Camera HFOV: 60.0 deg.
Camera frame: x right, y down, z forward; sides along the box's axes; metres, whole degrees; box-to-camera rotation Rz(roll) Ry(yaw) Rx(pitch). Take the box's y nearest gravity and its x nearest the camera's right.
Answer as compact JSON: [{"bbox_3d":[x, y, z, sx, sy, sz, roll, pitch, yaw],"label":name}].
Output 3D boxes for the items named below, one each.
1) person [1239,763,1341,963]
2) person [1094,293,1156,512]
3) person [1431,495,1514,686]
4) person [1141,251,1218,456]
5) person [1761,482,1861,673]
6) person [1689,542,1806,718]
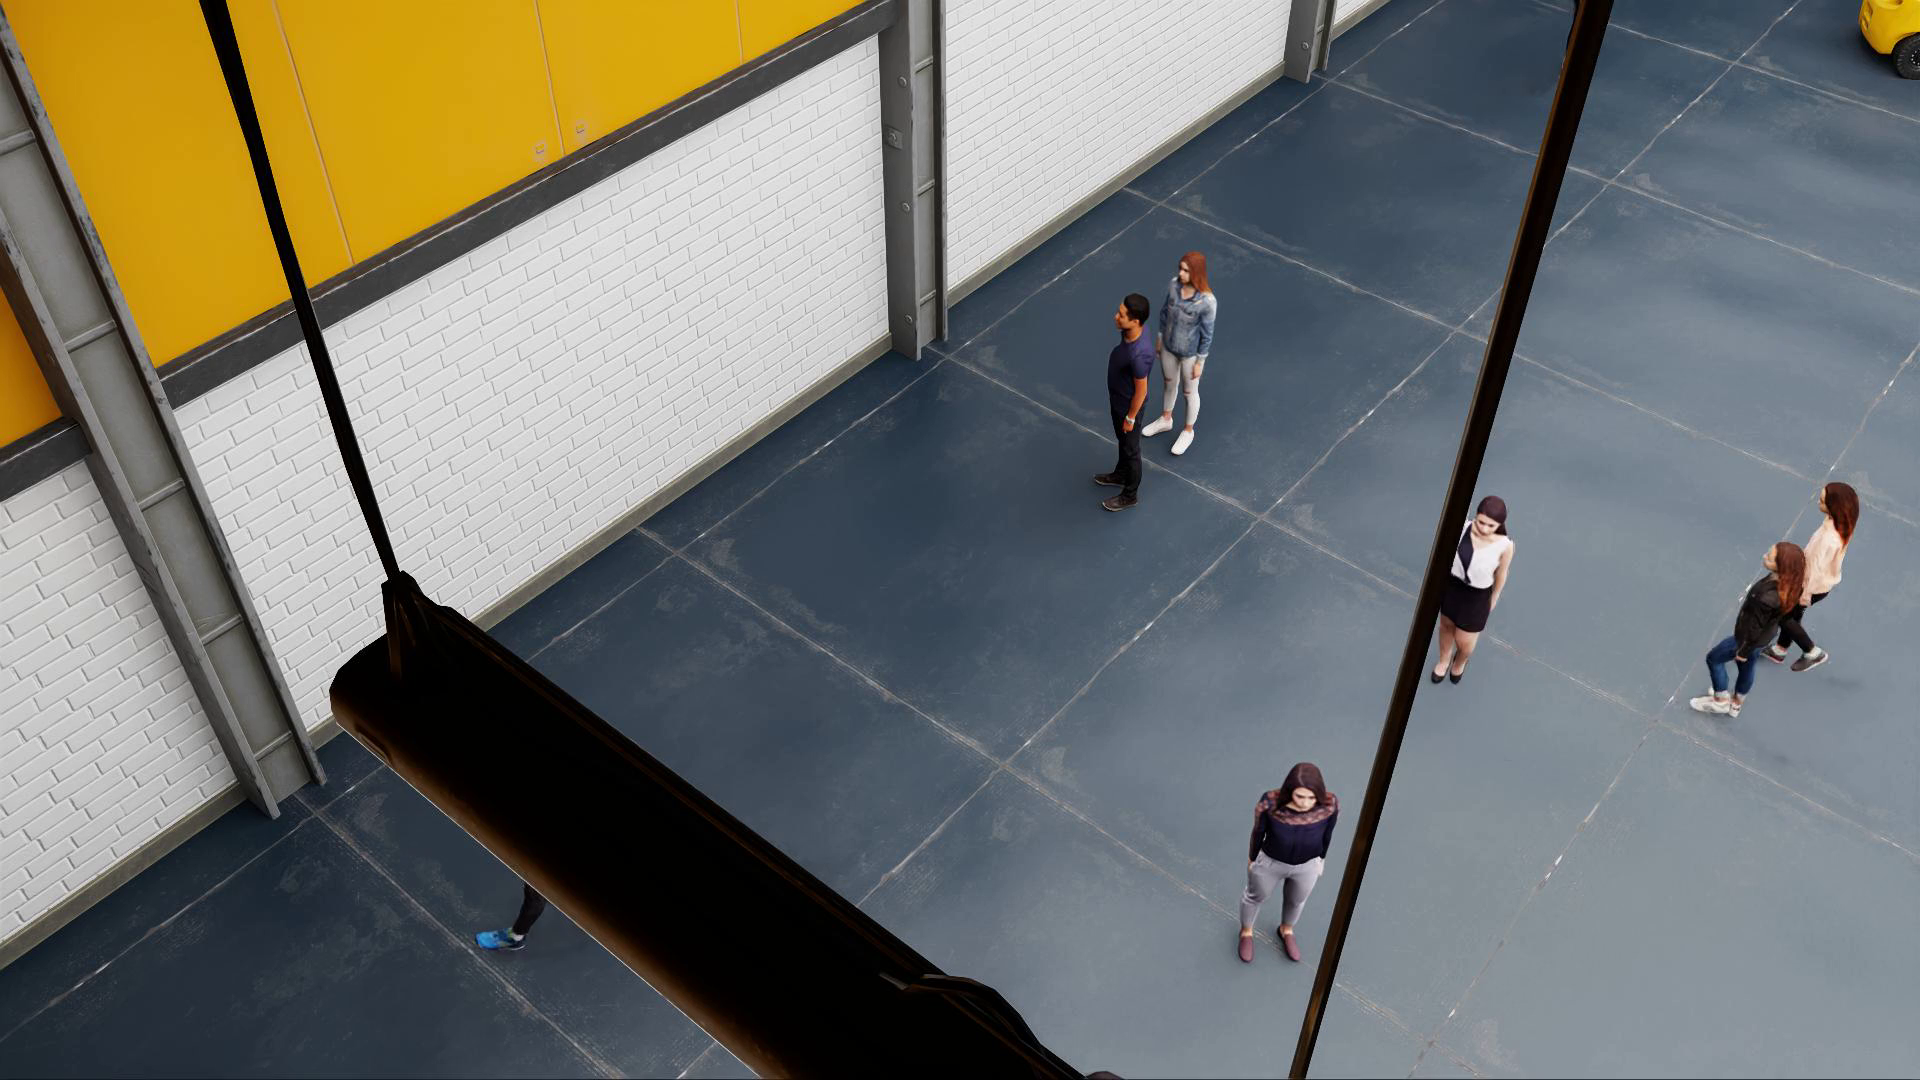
[{"bbox_3d":[1.763,1.743,8.981,0.664,1.606,0.707,0,44,0],"label":"person"},{"bbox_3d":[1.194,-0.984,11.708,0.754,1.793,0.710,-6,44,-6],"label":"person"},{"bbox_3d":[3.209,0.285,10.488,0.596,1.639,0.605,24,49,24],"label":"person"},{"bbox_3d":[1.649,-1.402,12.213,0.545,1.703,0.636,-33,52,-30],"label":"person"},{"bbox_3d":[5.510,0.275,10.623,0.719,1.467,0.660,19,47,19],"label":"person"},{"bbox_3d":[4.977,0.599,10.278,0.487,1.473,0.660,-33,53,-30],"label":"person"}]
